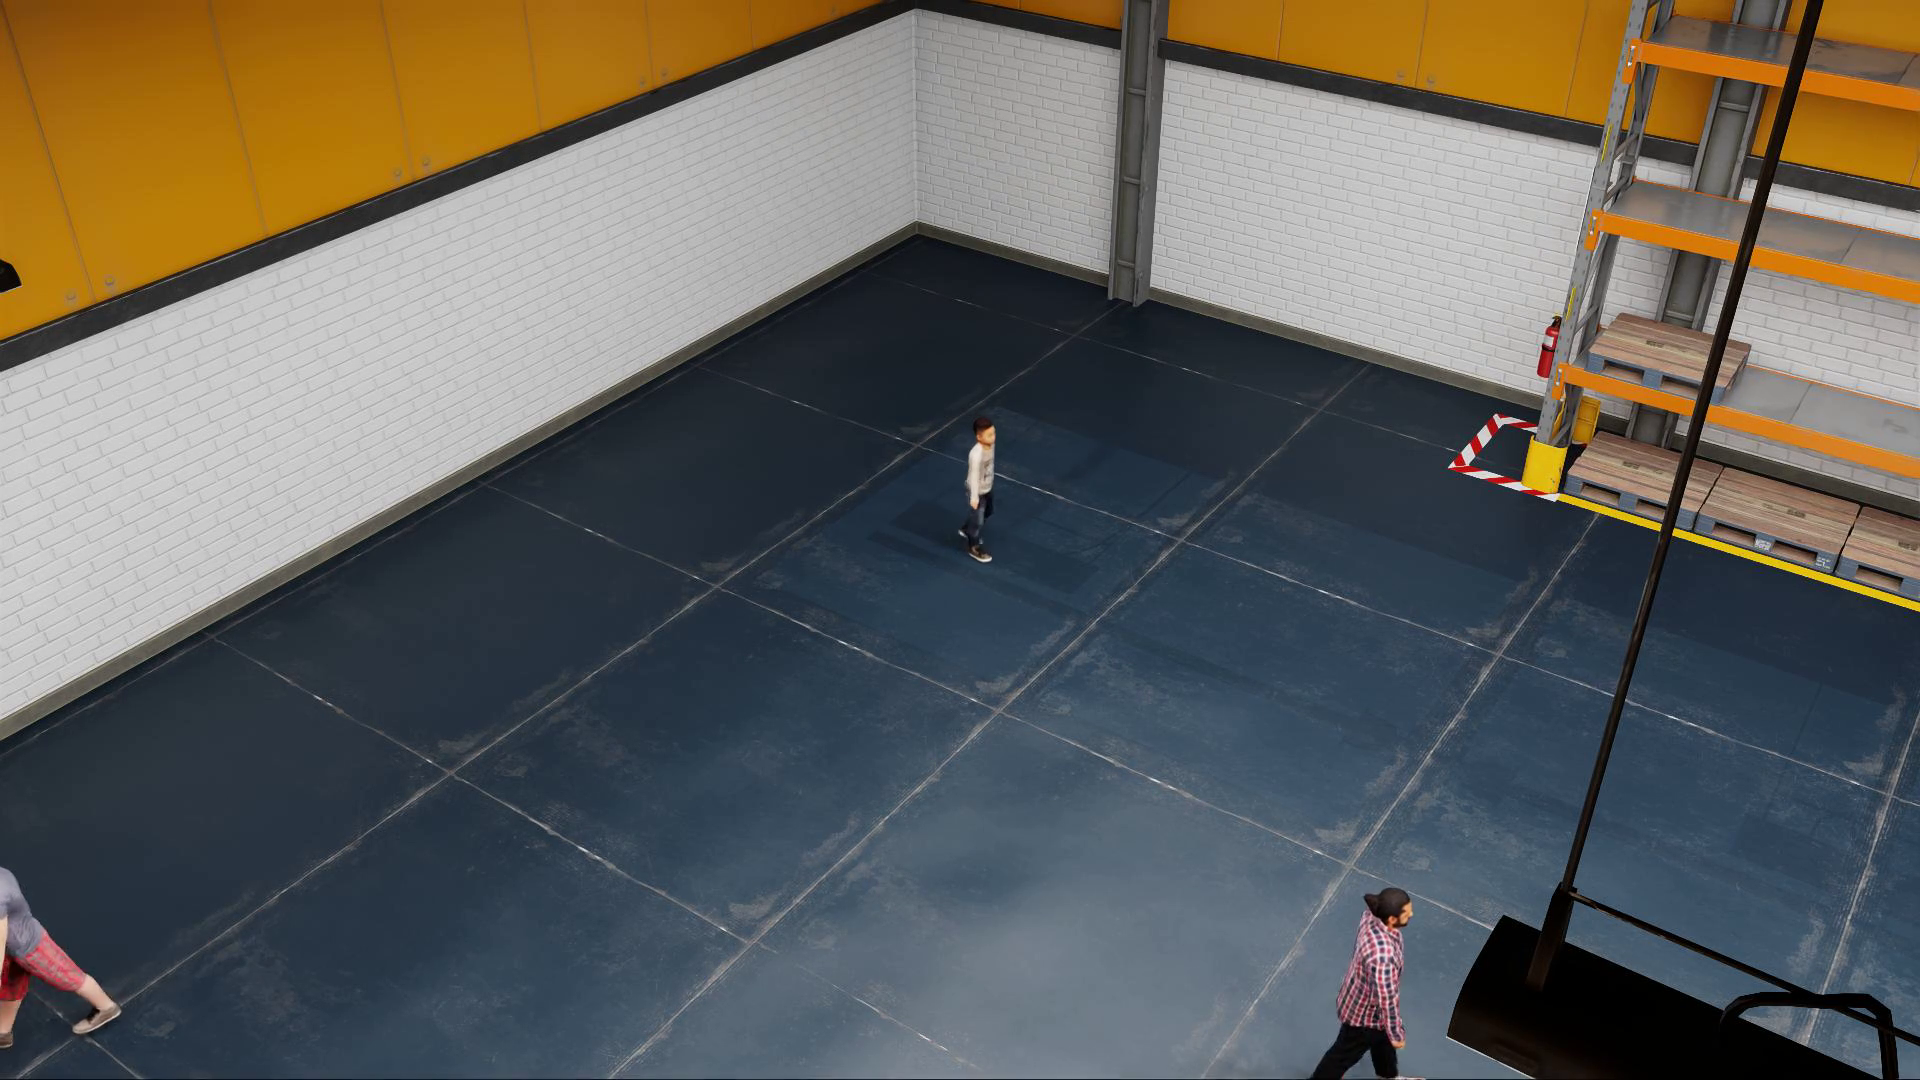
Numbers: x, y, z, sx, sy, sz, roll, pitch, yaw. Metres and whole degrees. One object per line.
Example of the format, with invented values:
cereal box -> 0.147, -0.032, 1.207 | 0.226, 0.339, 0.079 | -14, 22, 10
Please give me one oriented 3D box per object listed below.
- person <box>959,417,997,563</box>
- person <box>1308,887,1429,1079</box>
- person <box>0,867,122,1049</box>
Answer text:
person -> 0.137, -0.469, 14.676 | 0.671, 1.447, 0.600 | 13, 36, 19
person -> 2.288, 2.684, 9.670 | 1.082, 1.738, 0.912 | 7, 34, 11
person -> -5.595, 2.451, 10.141 | 0.884, 1.605, 1.101 | -23, 40, -30
